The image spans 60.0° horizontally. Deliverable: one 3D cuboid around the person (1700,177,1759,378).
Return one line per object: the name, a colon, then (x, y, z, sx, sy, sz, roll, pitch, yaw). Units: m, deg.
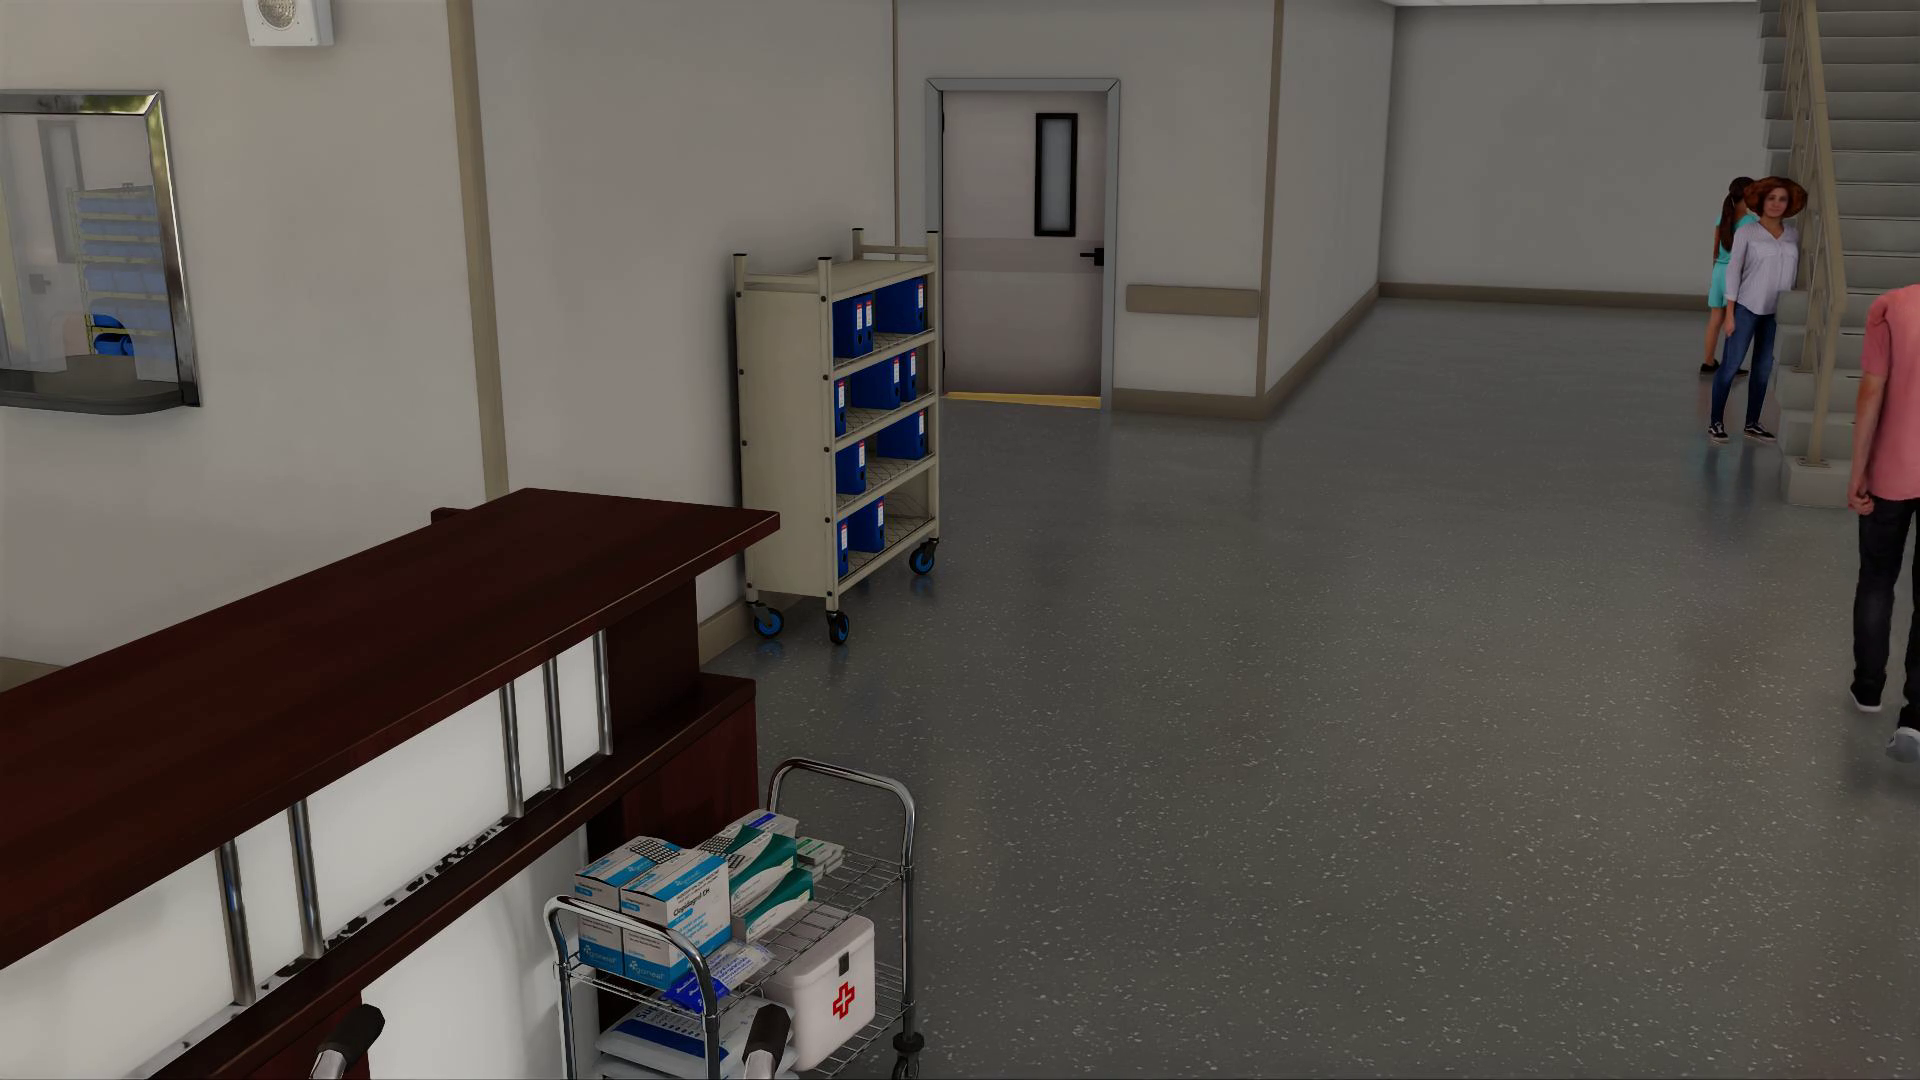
person: (6.094, -2.078, 13.134, 0.693, 1.558, 0.631, -7, 17, -24)

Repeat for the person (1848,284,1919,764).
person: (3.326, -0.179, 5.723, 0.705, 1.923, 1.241, 7, 17, 24)

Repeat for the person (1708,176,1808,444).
person: (5.184, -1.509, 10.828, 0.726, 1.713, 0.728, -1, 16, -3)
